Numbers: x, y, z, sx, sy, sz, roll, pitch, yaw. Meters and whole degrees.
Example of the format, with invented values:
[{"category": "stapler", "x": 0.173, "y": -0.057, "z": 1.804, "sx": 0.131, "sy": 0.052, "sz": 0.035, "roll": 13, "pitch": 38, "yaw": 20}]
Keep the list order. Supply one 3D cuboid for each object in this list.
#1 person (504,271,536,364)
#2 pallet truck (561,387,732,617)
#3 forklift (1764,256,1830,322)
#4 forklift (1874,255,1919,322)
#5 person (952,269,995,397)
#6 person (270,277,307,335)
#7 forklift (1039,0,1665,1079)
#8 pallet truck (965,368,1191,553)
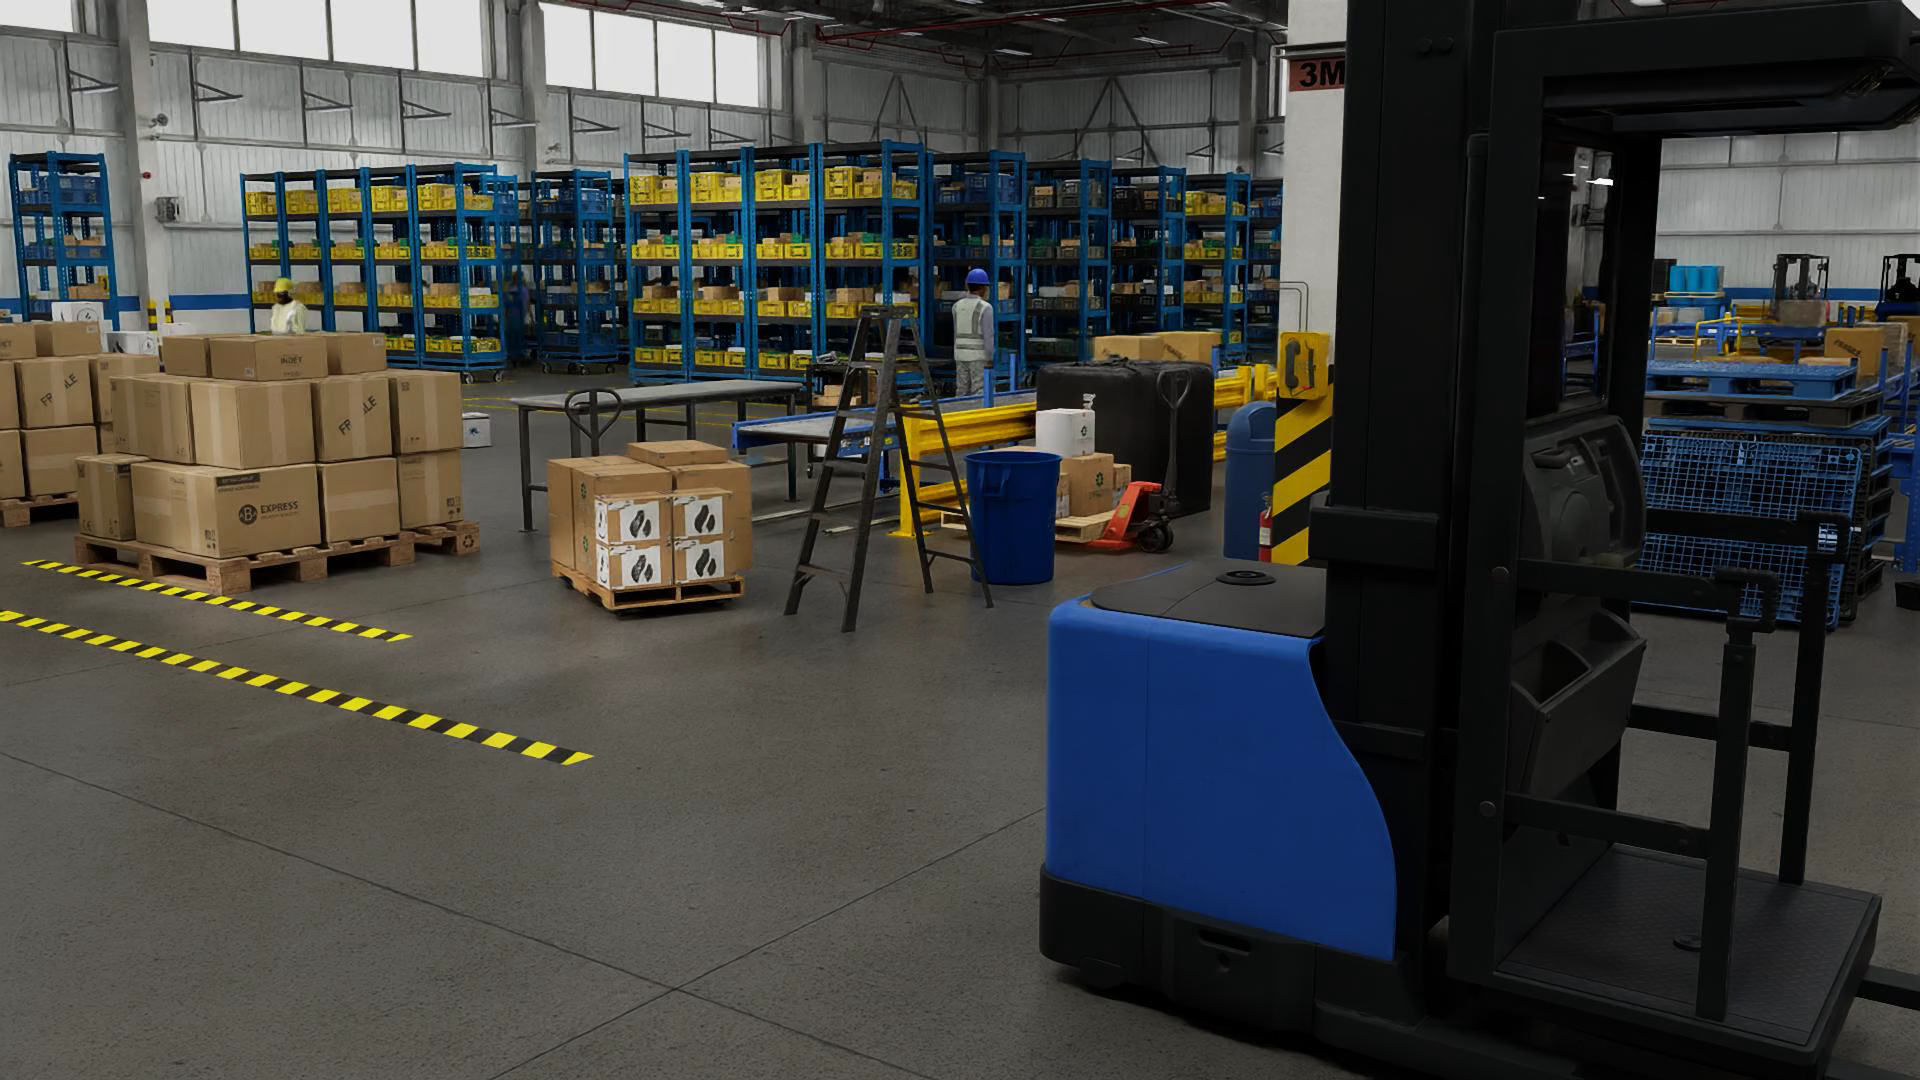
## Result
[{"category": "person", "x": -8.542, "y": -4.342, "z": 32.550, "sx": 0.854, "sy": 1.812, "sz": 0.596, "roll": 5, "pitch": 11, "yaw": 29}, {"category": "pallet truck", "x": -1.981, "y": -0.274, "z": 10.088, "sx": 0.680, "sy": 1.201, "sz": 1.601, "roll": -5, "pitch": 11, "yaw": -28}, {"category": "forklift", "x": 20.253, "y": -5.854, "z": 40.139, "sx": 1.157, "sy": 1.987, "sz": 2.680, "roll": 7, "pitch": 12, "yaw": 35}, {"category": "forklift", "x": 22.089, "y": -5.634, "z": 38.796, "sx": 1.157, "sy": 1.987, "sz": 2.680, "roll": 6, "pitch": 11, "yaw": 33}, {"category": "person", "x": 0.166, "y": -2.021, "z": 18.400, "sx": 0.416, "sy": 1.939, "sz": 0.601, "roll": -9, "pitch": 13, "yaw": -43}, {"category": "person", "x": -8.843, "y": -2.561, "z": 21.970, "sx": 0.608, "sy": 1.807, "sz": 0.642, "roll": 5, "pitch": 11, "yaw": 27}, {"category": "forklift", "x": 1.249, "y": -0.137, "z": 4.360, "sx": 1.873, "sy": 2.768, "sz": 1.129, "roll": 7, "pitch": 12, "yaw": 35}, {"category": "pallet truck", "x": 0.845, "y": -0.609, "z": 11.869, "sx": 1.630, "sy": 1.274, "sz": 0.653, "roll": 7, "pitch": 12, "yaw": 35}]
